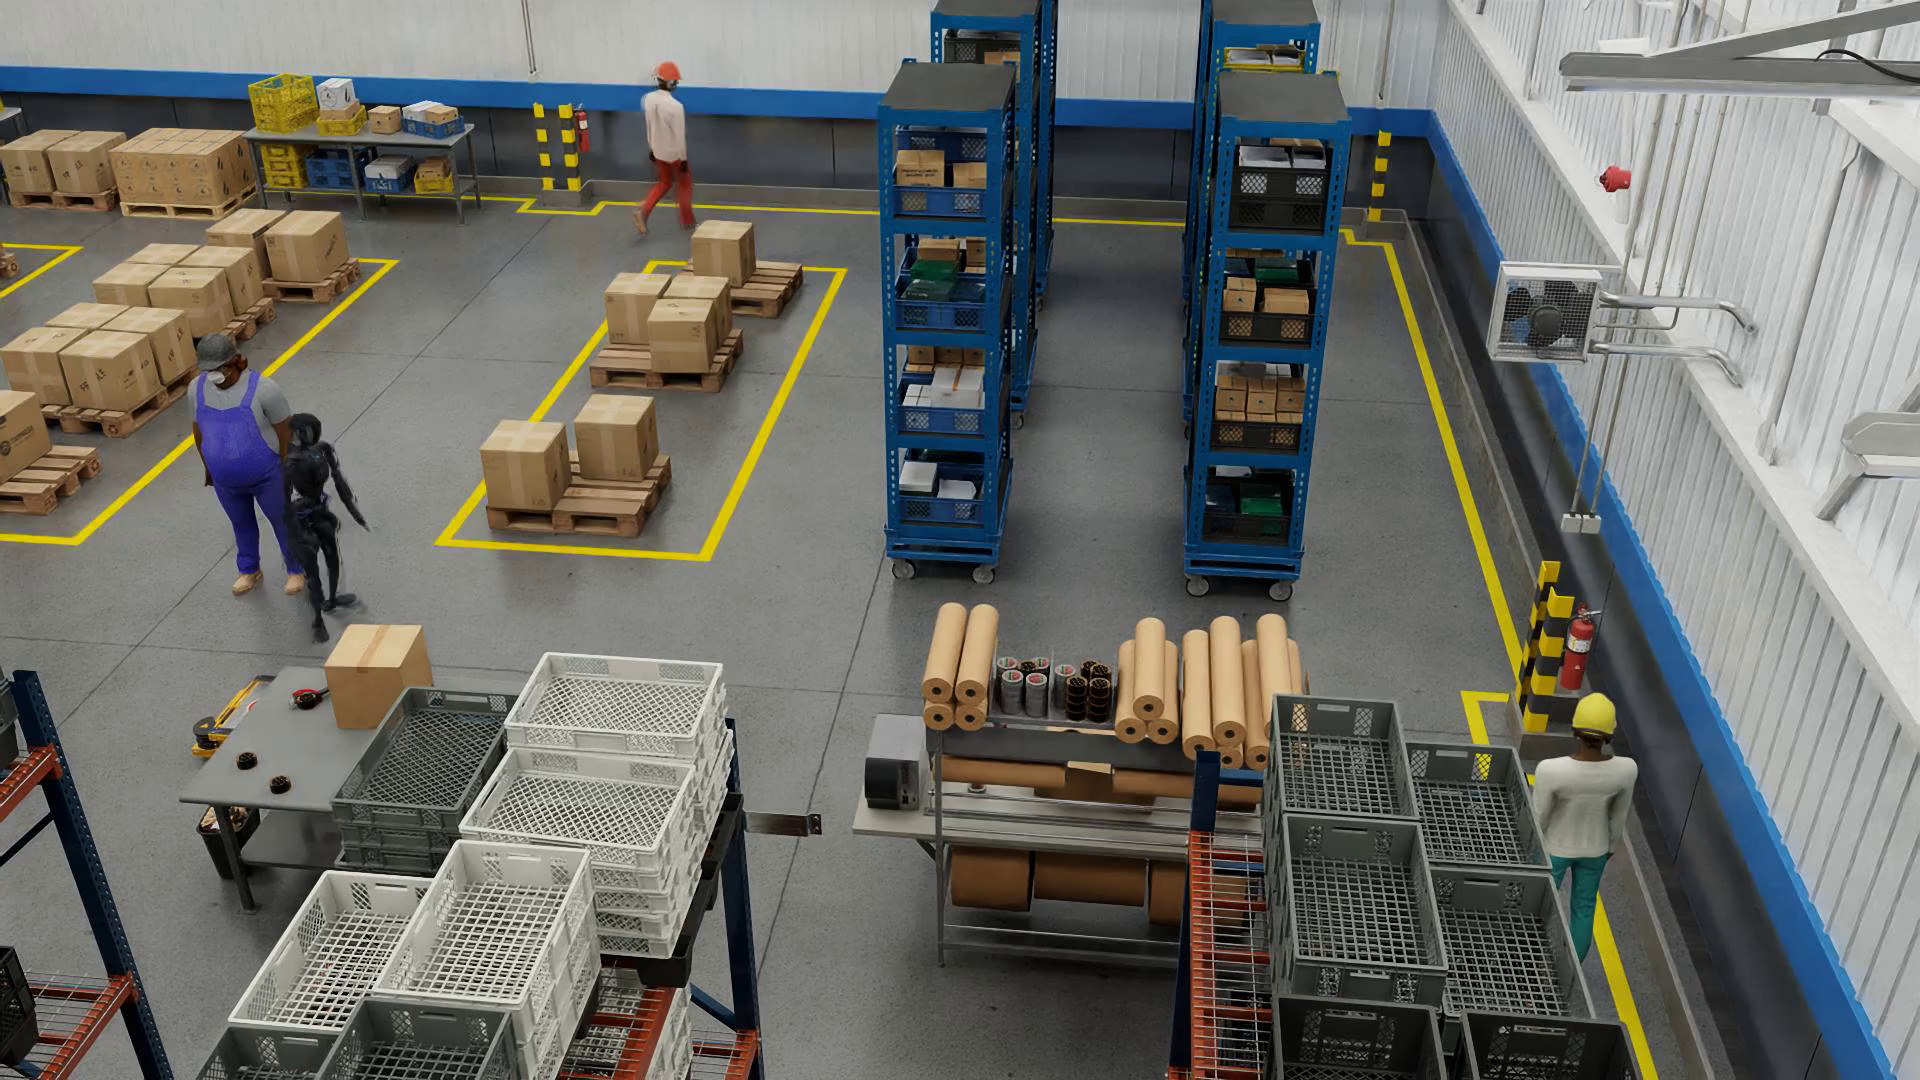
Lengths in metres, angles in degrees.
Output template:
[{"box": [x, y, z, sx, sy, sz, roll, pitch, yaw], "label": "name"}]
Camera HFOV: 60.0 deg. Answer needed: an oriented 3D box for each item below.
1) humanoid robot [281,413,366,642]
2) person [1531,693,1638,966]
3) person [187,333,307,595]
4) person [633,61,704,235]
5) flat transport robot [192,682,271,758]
[{"box": [-4.422, -0.124, 11.480, 0.488, 1.630, 0.718, 6, 31, 10], "label": "humanoid robot"}, {"box": [3.115, 1.549, 8.525, 0.524, 1.765, 0.327, -1, 30, -2], "label": "person"}, {"box": [-5.082, -0.521, 11.809, 0.687, 2.000, 0.536, 1, 30, 2], "label": "person"}, {"box": [-3.246, -4.291, 18.374, 0.631, 1.952, 0.802, 23, 37, 34], "label": "person"}, {"box": [-4.089, 1.163, 10.648, 1.431, 0.197, 0.652, 3, 30, 6], "label": "flat transport robot"}]
